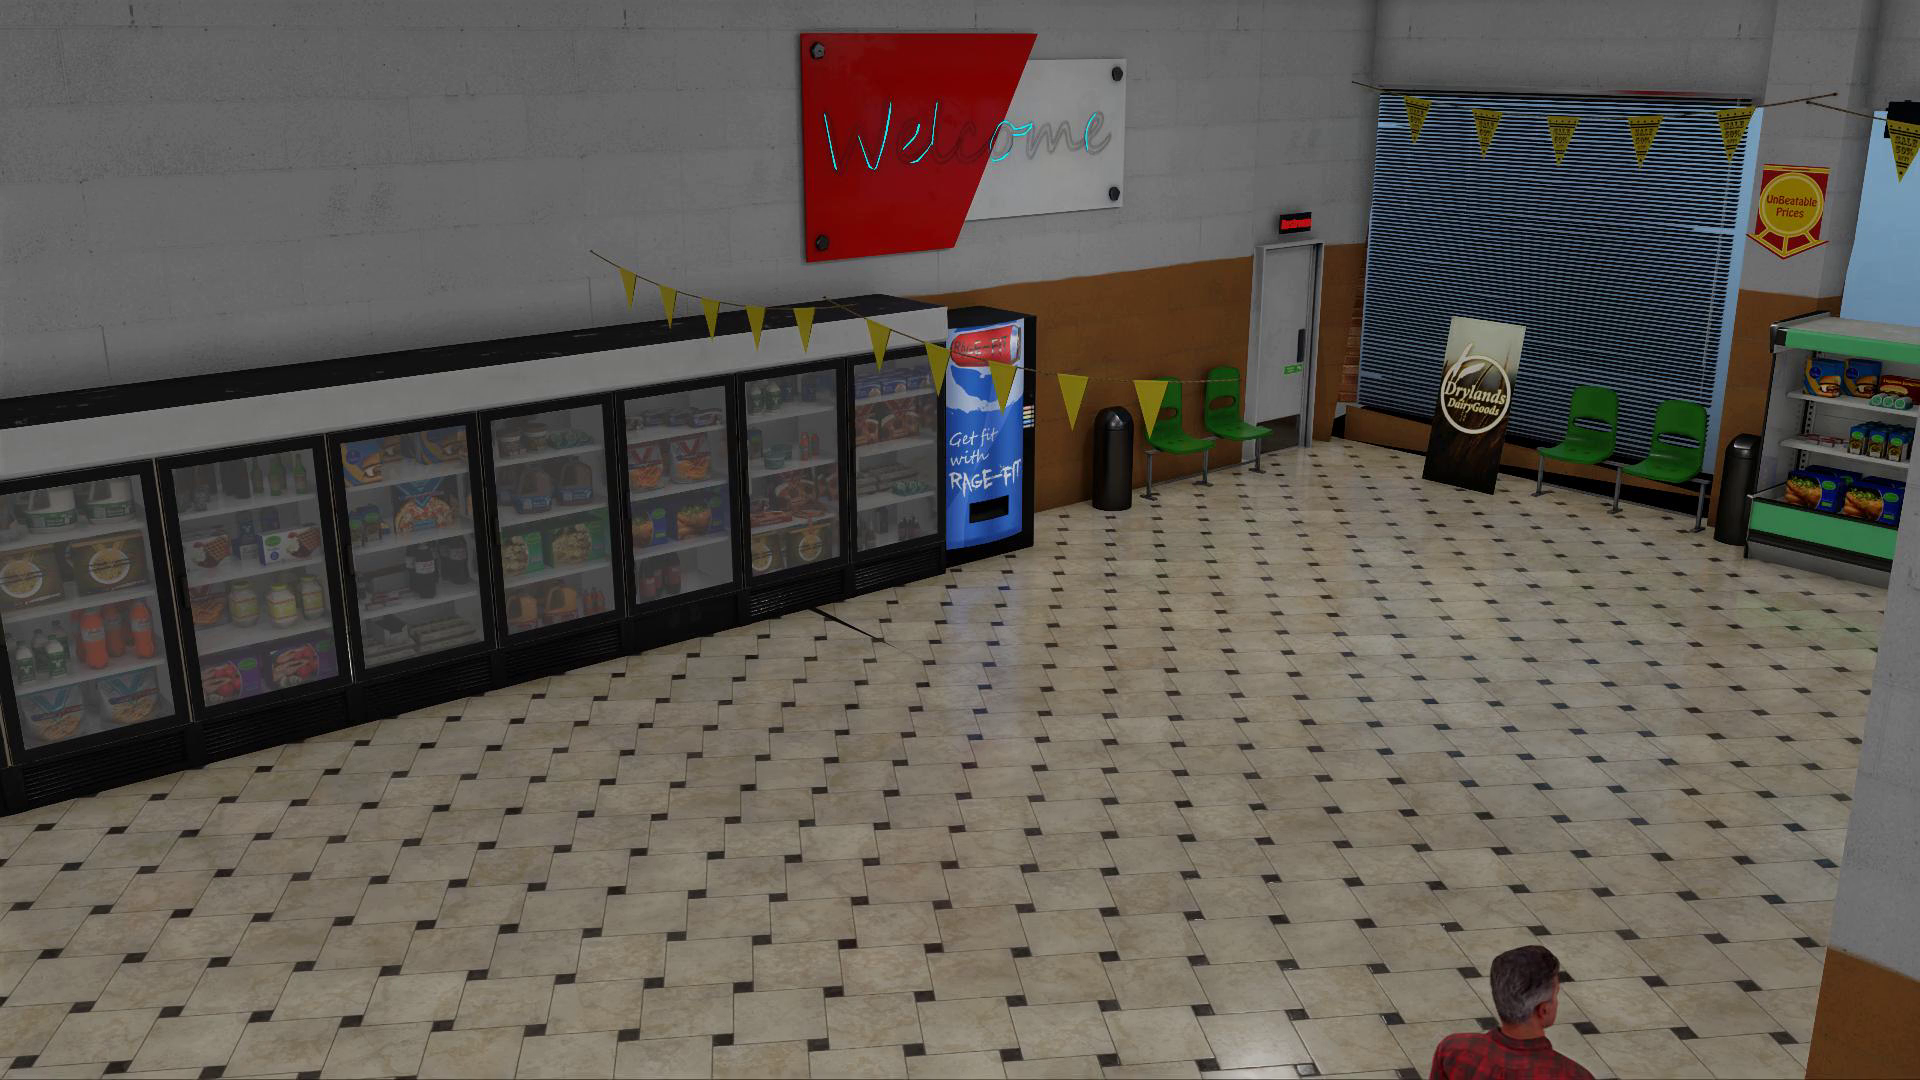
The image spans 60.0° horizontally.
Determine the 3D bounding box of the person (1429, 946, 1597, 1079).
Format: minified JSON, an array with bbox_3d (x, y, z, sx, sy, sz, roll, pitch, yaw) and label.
[{"bbox_3d":[1.676,2.102,5.142,0.605,1.829,0.802,11,20,31],"label":"person"}]
